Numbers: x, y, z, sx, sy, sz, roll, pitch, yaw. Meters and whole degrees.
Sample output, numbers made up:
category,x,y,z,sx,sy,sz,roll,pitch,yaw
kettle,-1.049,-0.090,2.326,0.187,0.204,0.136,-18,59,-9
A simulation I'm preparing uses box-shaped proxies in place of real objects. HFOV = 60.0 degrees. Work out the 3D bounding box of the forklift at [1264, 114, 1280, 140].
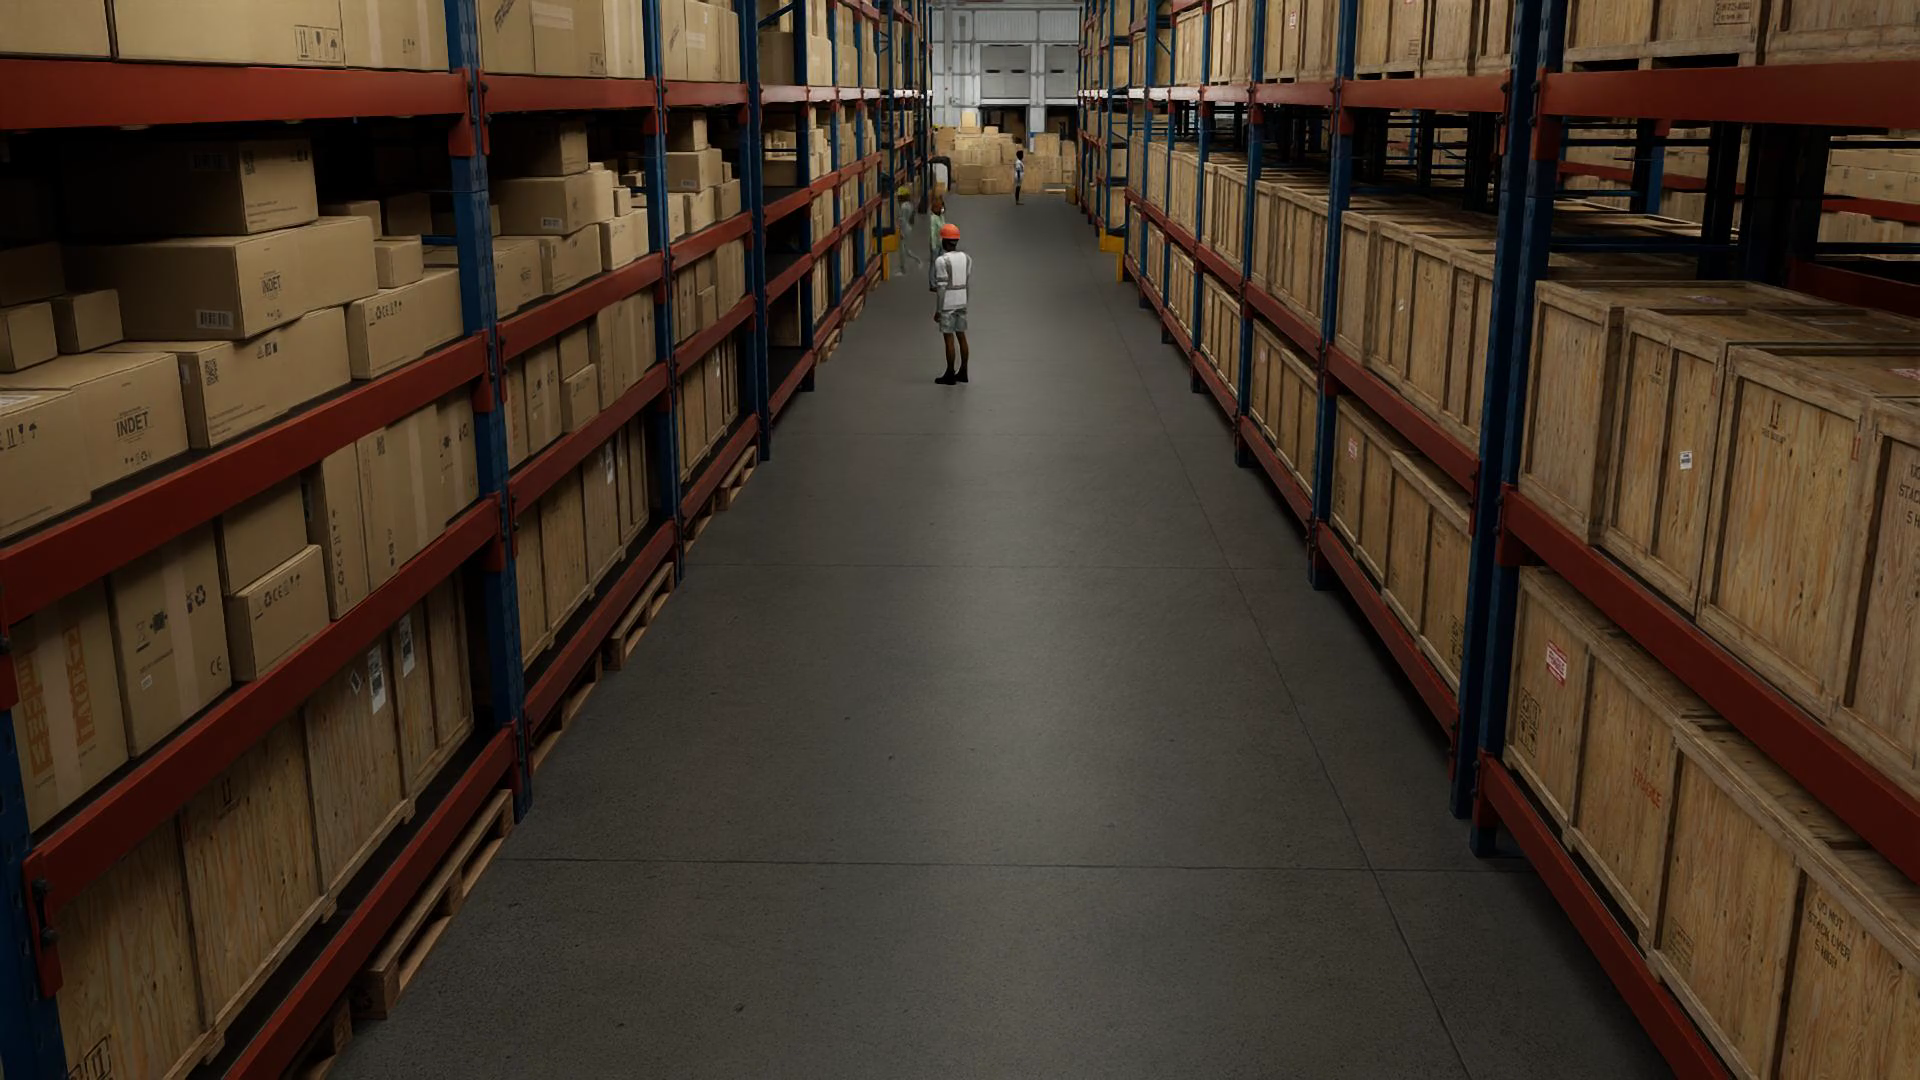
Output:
category,x,y,z,sx,sy,sz,roll,pitch,yaw
forklift,11.031,-14.038,60.023,1.129,2.768,1.873,0,15,2

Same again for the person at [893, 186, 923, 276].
category,x,y,z,sx,sy,sz,roll,pitch,yaw
person,-1.025,-5.958,32.147,0.497,1.726,0.489,0,15,2

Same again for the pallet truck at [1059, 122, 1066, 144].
category,x,y,z,sx,sy,sz,roll,pitch,yaw
pallet truck,5.788,-21.111,88.014,1.885,1.965,0.823,5,16,18

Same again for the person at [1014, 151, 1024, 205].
category,x,y,z,sx,sy,sz,roll,pitch,yaw
person,1.891,-11.526,52.922,0.319,1.697,0.532,2,15,8

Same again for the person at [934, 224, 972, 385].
category,x,y,z,sx,sy,sz,roll,pitch,yaw
person,-0.111,-2.856,20.203,0.371,1.939,0.543,15,21,43

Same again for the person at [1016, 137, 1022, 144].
category,x,y,z,sx,sy,sz,roll,pitch,yaw
person,2.357,-14.616,64.188,0.810,1.811,0.666,-1,15,-3

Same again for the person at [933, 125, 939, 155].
category,x,y,z,sx,sy,sz,roll,pitch,yaw
person,-1.151,-19.887,83.600,0.384,1.924,0.589,11,19,35

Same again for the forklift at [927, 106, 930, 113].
category,x,y,z,sx,sy,sz,roll,pitch,yaw
forklift,-2.001,-20.667,84.687,1.129,2.768,1.873,0,15,2

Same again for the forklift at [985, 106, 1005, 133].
category,x,y,z,sx,sy,sz,roll,pitch,yaw
forklift,1.774,-20.571,84.329,1.129,2.768,1.873,-7,17,-24

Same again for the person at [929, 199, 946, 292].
category,x,y,z,sx,sy,sz,roll,pitch,yaw
person,-0.398,-5.249,29.686,0.278,1.634,0.497,6,16,20

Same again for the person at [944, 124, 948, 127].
category,x,y,z,sx,sy,sz,roll,pitch,yaw
person,-0.706,-20.549,86.055,0.594,1.924,0.379,0,15,1
